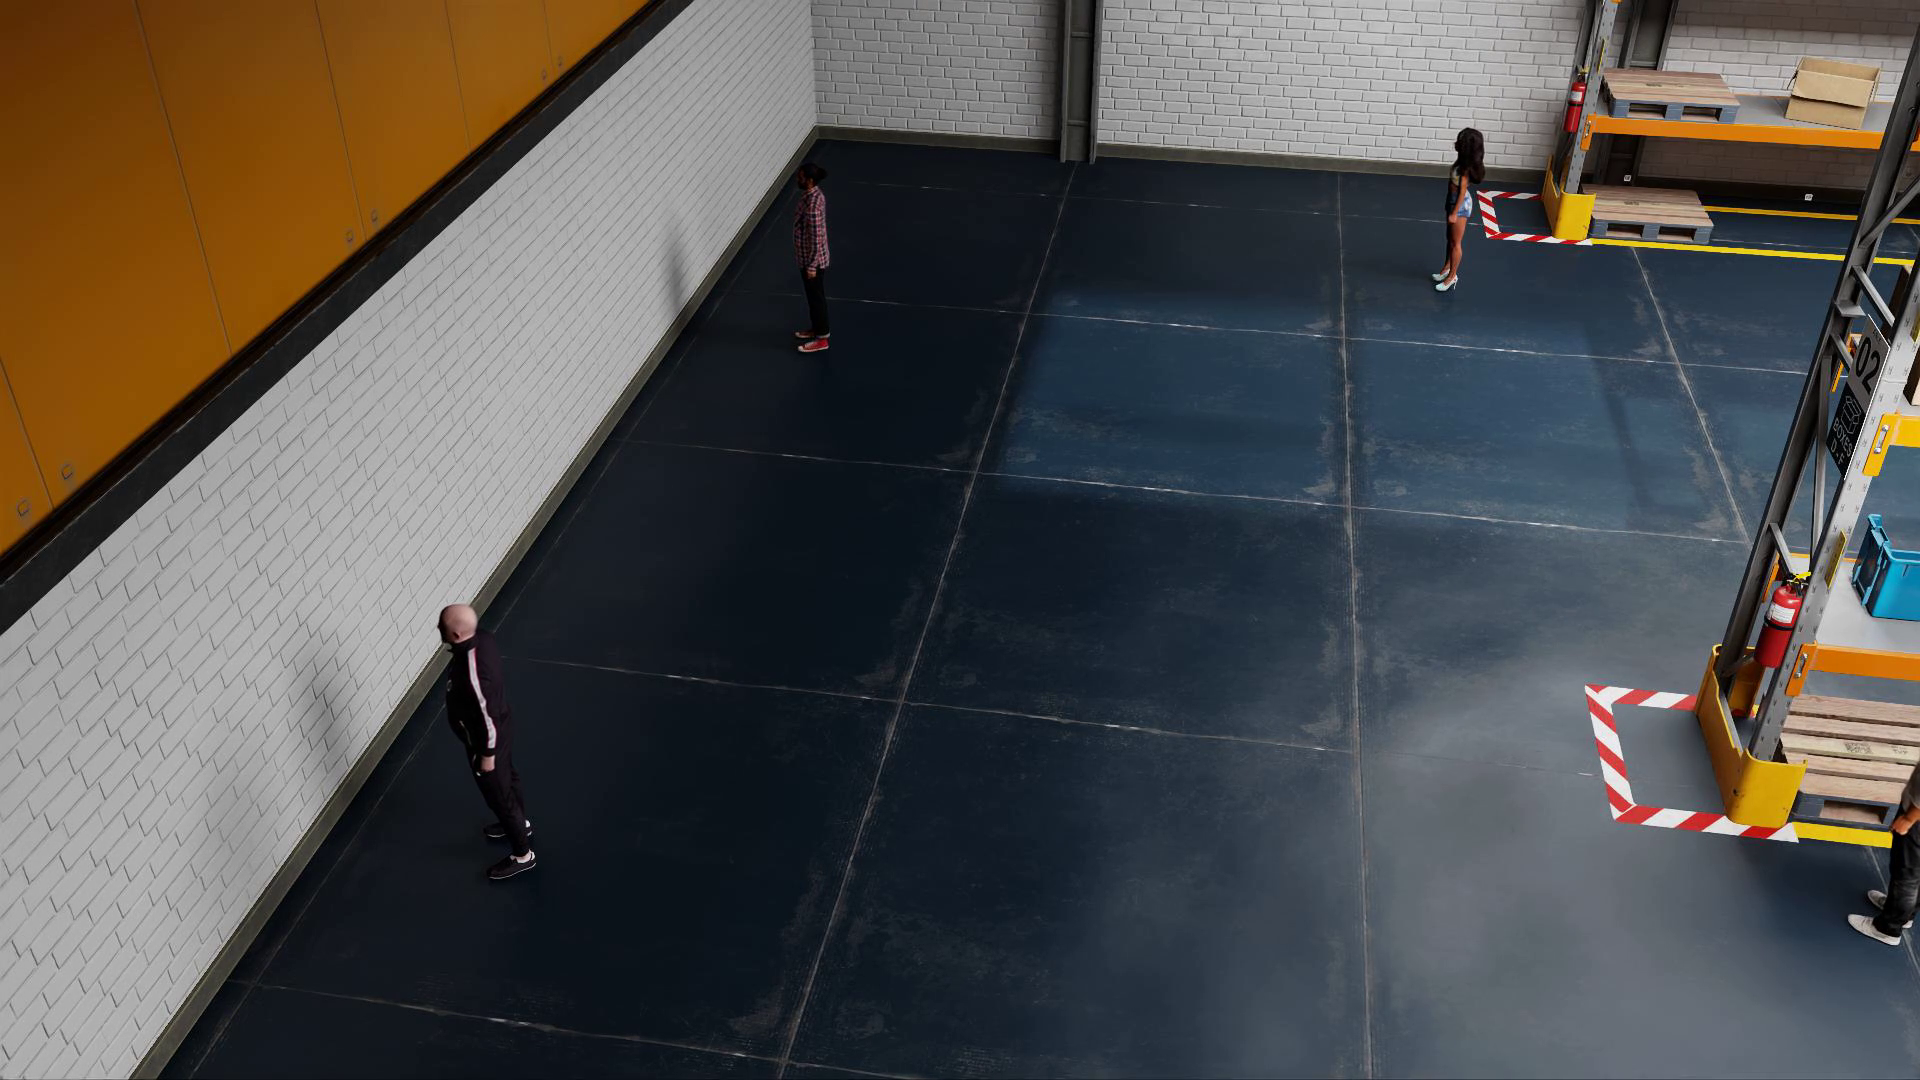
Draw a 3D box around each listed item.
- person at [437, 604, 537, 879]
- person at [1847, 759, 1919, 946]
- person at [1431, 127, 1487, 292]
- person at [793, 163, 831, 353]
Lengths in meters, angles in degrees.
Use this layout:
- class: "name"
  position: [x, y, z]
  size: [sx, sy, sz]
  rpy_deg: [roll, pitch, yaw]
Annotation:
- class: "person"
  position: [-2.664, 1.110, 9.421]
  size: [0.736, 1.835, 0.769]
  rpy_deg: [-8, 35, -12]
- class: "person"
  position: [5.248, 1.443, 8.942]
  size: [0.727, 1.811, 0.785]
  rpy_deg: [-21, 39, -28]
- class: "person"
  position: [4.817, -3.205, 16.101]
  size: [0.553, 1.626, 0.561]
  rpy_deg: [4, 34, 6]
- class: "person"
  position: [-1.340, -2.571, 15.025]
  size: [0.739, 1.761, 0.770]
  rpy_deg: [-6, 34, -8]
